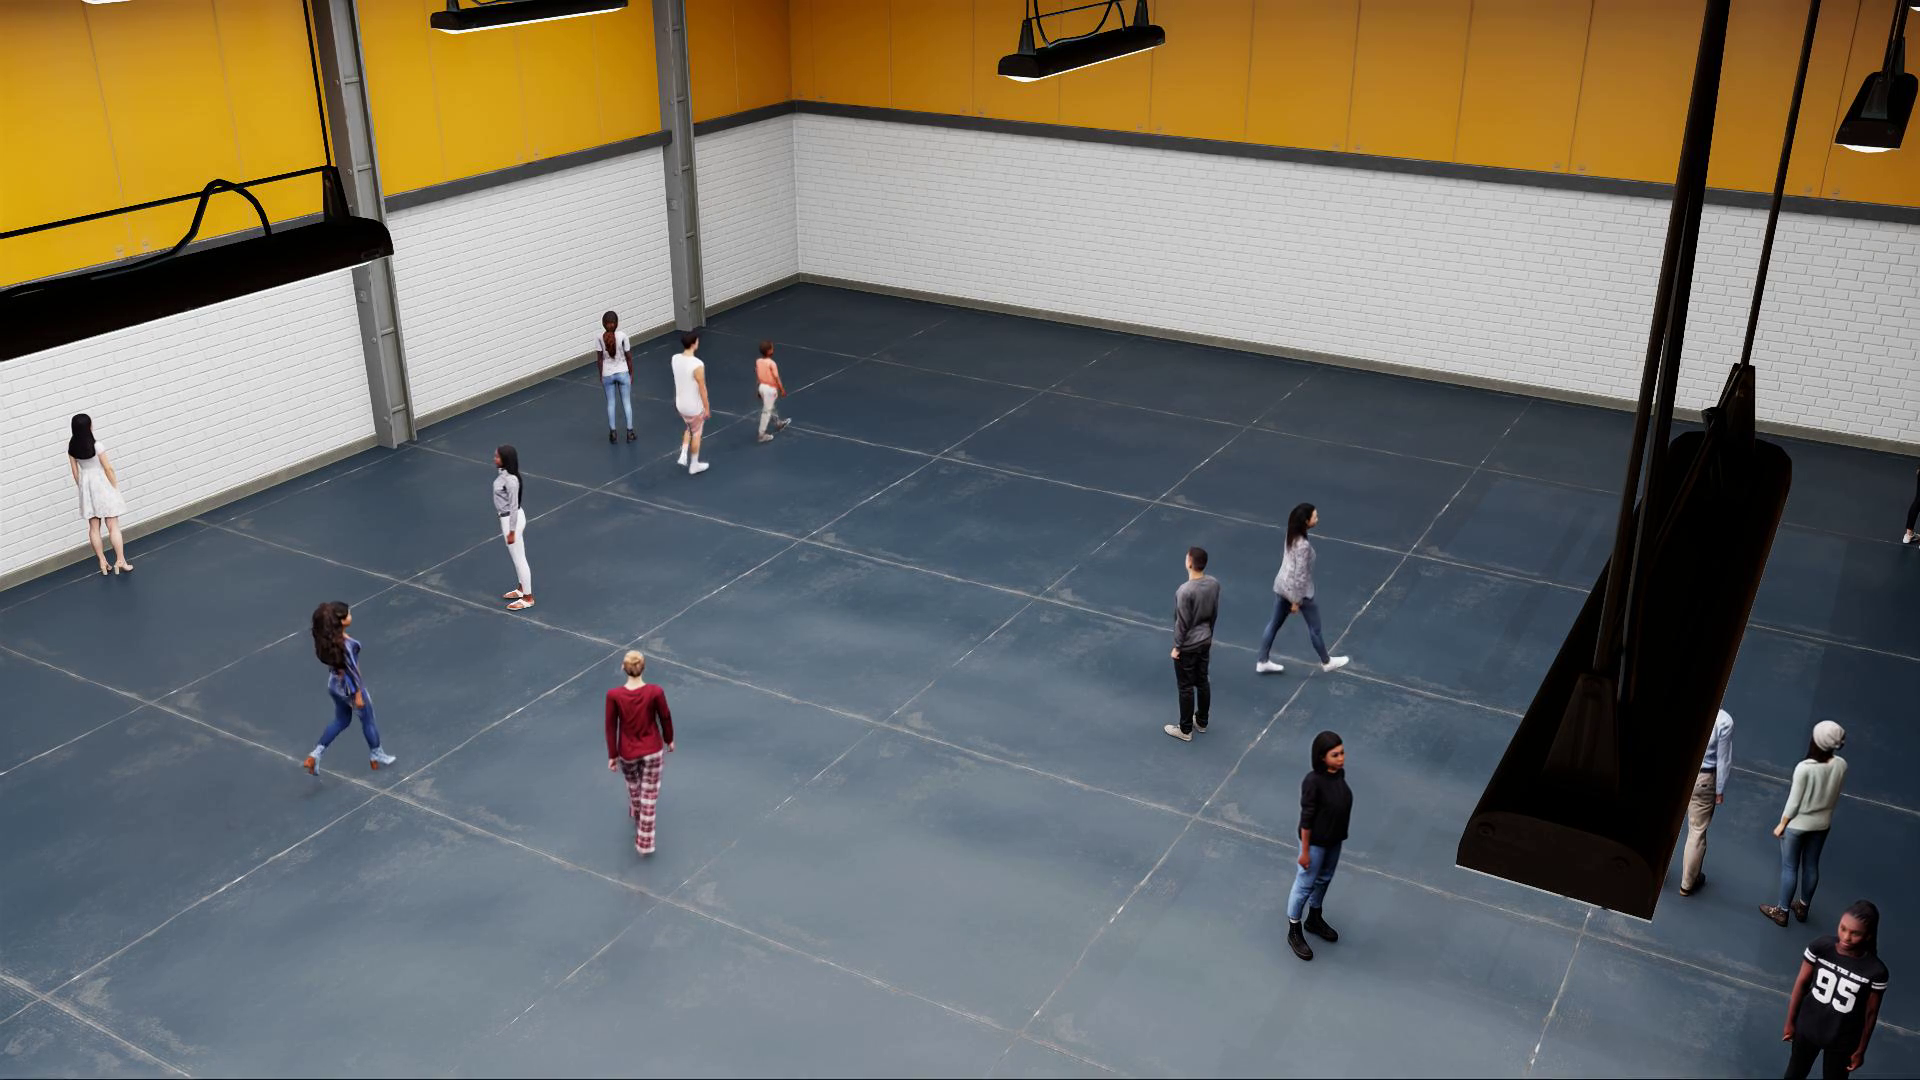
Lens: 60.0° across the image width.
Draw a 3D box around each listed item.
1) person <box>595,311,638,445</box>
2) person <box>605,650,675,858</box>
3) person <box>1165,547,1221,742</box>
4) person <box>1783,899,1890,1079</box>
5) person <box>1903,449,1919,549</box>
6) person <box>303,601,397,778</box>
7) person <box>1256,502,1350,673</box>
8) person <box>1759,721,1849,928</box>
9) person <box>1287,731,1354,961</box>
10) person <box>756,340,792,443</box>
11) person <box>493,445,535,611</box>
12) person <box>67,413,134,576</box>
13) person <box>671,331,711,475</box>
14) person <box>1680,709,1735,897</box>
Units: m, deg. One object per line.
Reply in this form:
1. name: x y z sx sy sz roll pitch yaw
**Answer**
1. person: -4.360 -2.074 21.079 0.668 1.720 0.701 -3 24 -6
2. person: -2.437 1.637 12.648 0.952 1.674 1.065 -2 24 -5
3. person: 2.001 0.879 14.273 0.607 1.760 0.749 -17 29 -34
4. person: 5.088 2.876 9.743 0.656 1.729 0.639 20 30 38
5. person: 10.577 -0.737 18.041 0.717 1.703 0.672 -8 25 -17
6. person: -5.079 1.250 13.624 0.781 1.601 1.044 22 32 40
7. person: 2.980 0.476 15.276 1.104 1.696 1.072 -5 24 -11
8. person: 6.037 2.003 11.848 0.640 1.643 0.689 -5 24 -11
9. person: 2.508 2.089 11.578 0.575 1.701 0.698 -19 30 -37
10. person: -2.481 -1.880 21.180 0.631 1.283 0.898 22 32 40
11. person: -4.486 -0.153 16.680 0.715 1.724 0.673 -8 25 -18
12. person: -9.000 -0.480 17.363 0.762 1.775 0.790 1 24 2
13. person: -3.297 -1.613 19.964 0.692 1.769 0.717 16 28 33
14. person: 5.350 1.743 12.191 0.654 1.845 0.586 15 28 31
